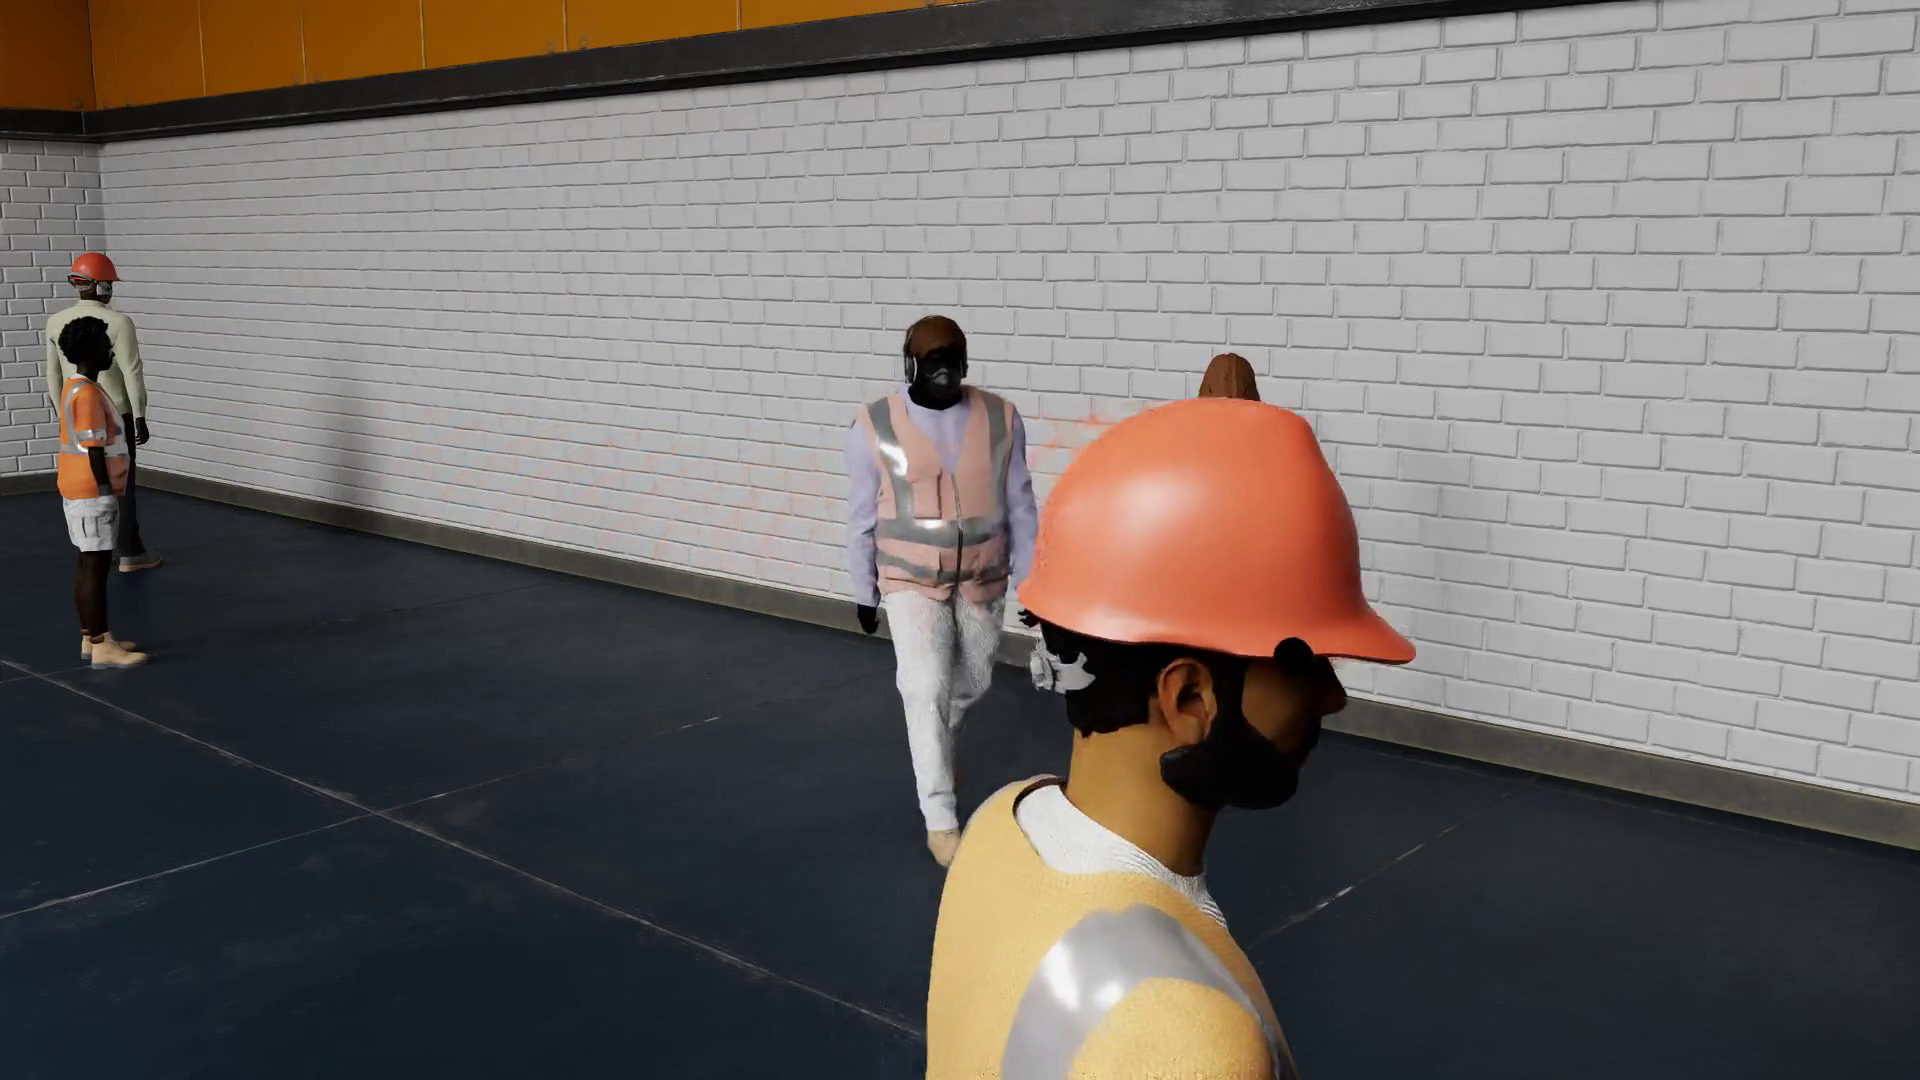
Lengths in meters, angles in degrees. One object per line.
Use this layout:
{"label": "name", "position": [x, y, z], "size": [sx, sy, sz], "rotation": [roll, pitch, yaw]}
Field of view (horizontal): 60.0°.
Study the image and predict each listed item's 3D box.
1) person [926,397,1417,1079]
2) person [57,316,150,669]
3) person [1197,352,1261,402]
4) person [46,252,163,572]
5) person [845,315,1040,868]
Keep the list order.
{"label": "person", "position": [0.061, 0.838, 1.387], "size": [0.668, 1.915, 0.547], "rotation": [-2, 10, -12]}
{"label": "person", "position": [-4.188, -0.229, 8.061], "size": [0.322, 1.697, 0.533], "rotation": [-6, 12, -32]}
{"label": "person", "position": [1.004, 0.113, 6.289], "size": [0.500, 1.636, 0.281], "rotation": [2, 10, 12]}
{"label": "person", "position": [-5.376, -0.795, 10.437], "size": [0.621, 1.992, 0.397], "rotation": [2, 10, 9]}
{"label": "person", "position": [-0.076, 0.128, 5.736], "size": [0.633, 1.815, 0.887], "rotation": [-3, 10, -16]}
